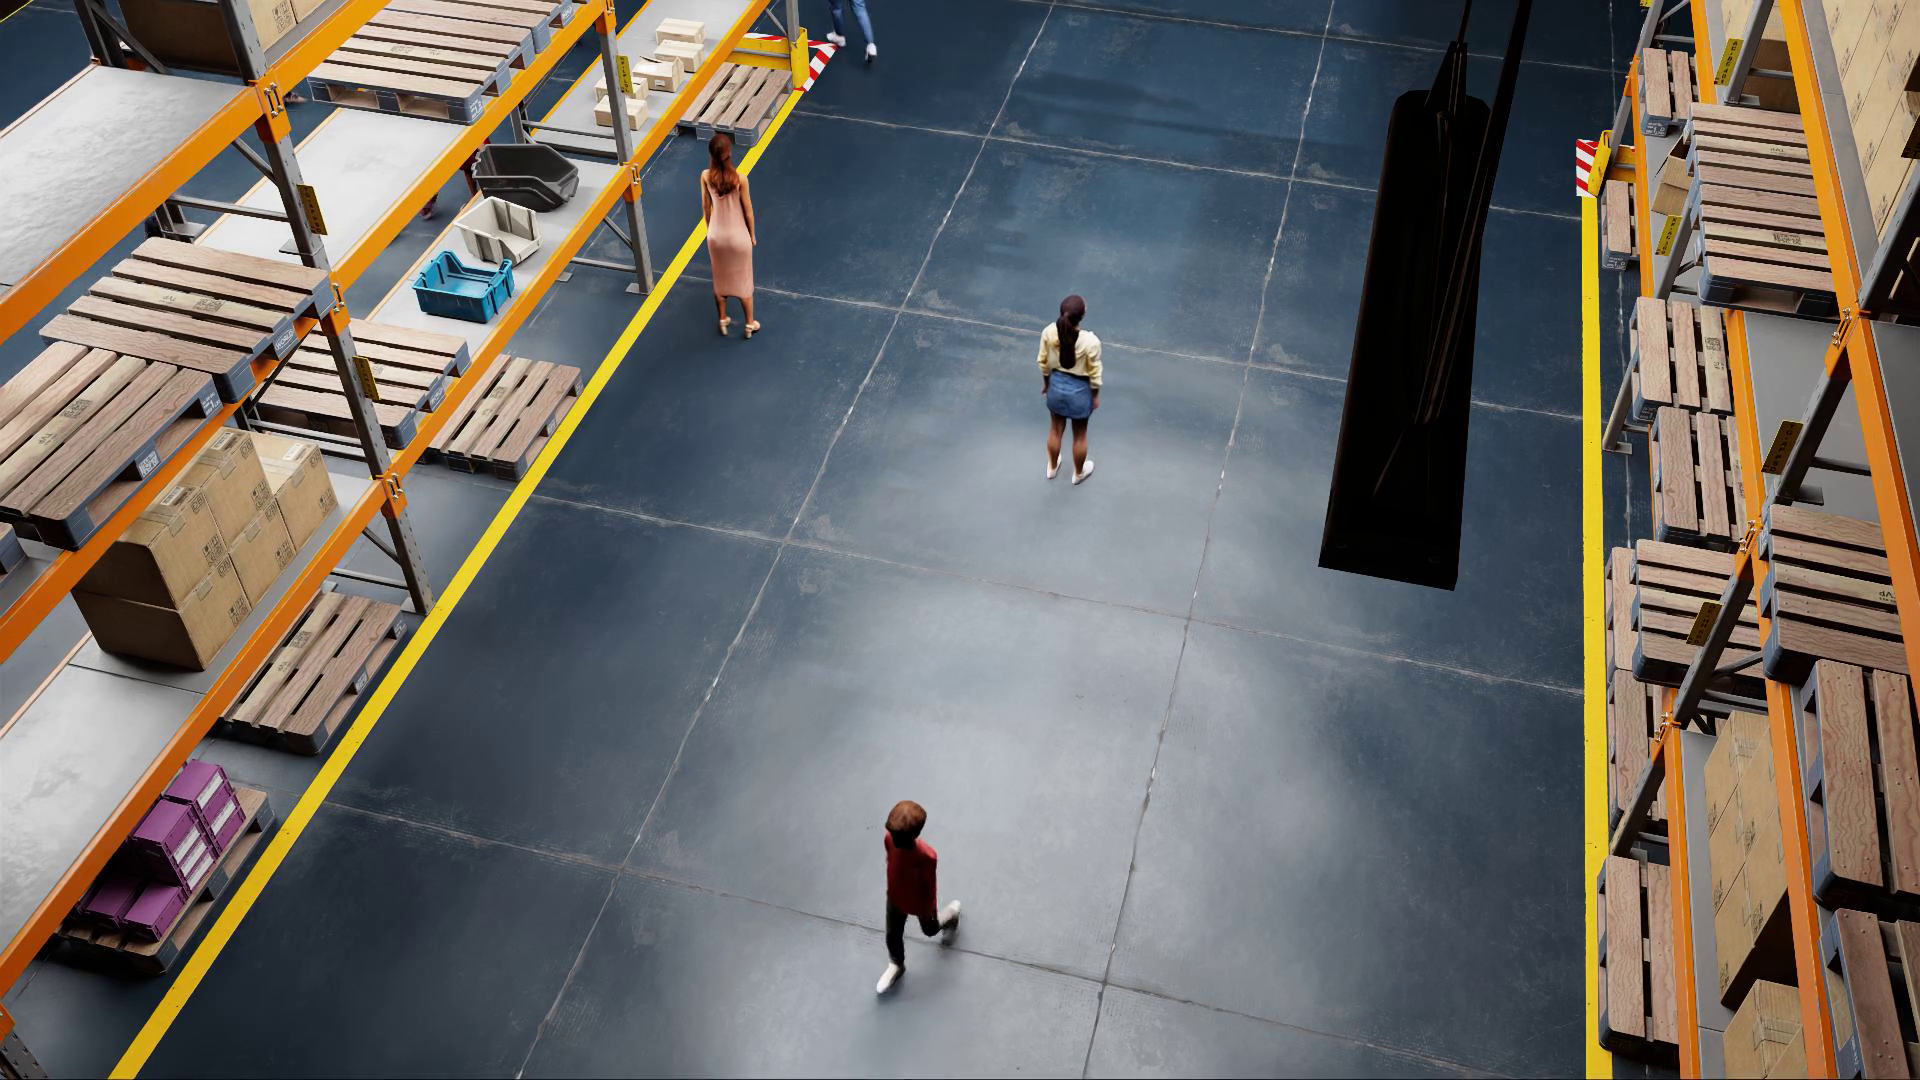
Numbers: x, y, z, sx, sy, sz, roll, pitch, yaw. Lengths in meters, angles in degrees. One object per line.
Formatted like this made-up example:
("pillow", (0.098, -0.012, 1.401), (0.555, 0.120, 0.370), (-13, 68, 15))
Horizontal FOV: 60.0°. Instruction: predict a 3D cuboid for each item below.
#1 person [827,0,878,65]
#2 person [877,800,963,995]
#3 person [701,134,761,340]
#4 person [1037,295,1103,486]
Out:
("person", (-1.130, -5.721, 16.976), (1.196, 1.766, 1.223), (-22, 48, -22))
("person", (-0.219, 1.921, 9.225), (0.679, 1.394, 0.949), (23, 48, 22))
("person", (-1.877, -2.450, 13.496), (0.570, 1.830, 0.515), (9, 44, 10))
("person", (0.805, -1.102, 12.226), (0.664, 1.631, 0.589), (16, 46, 16))
